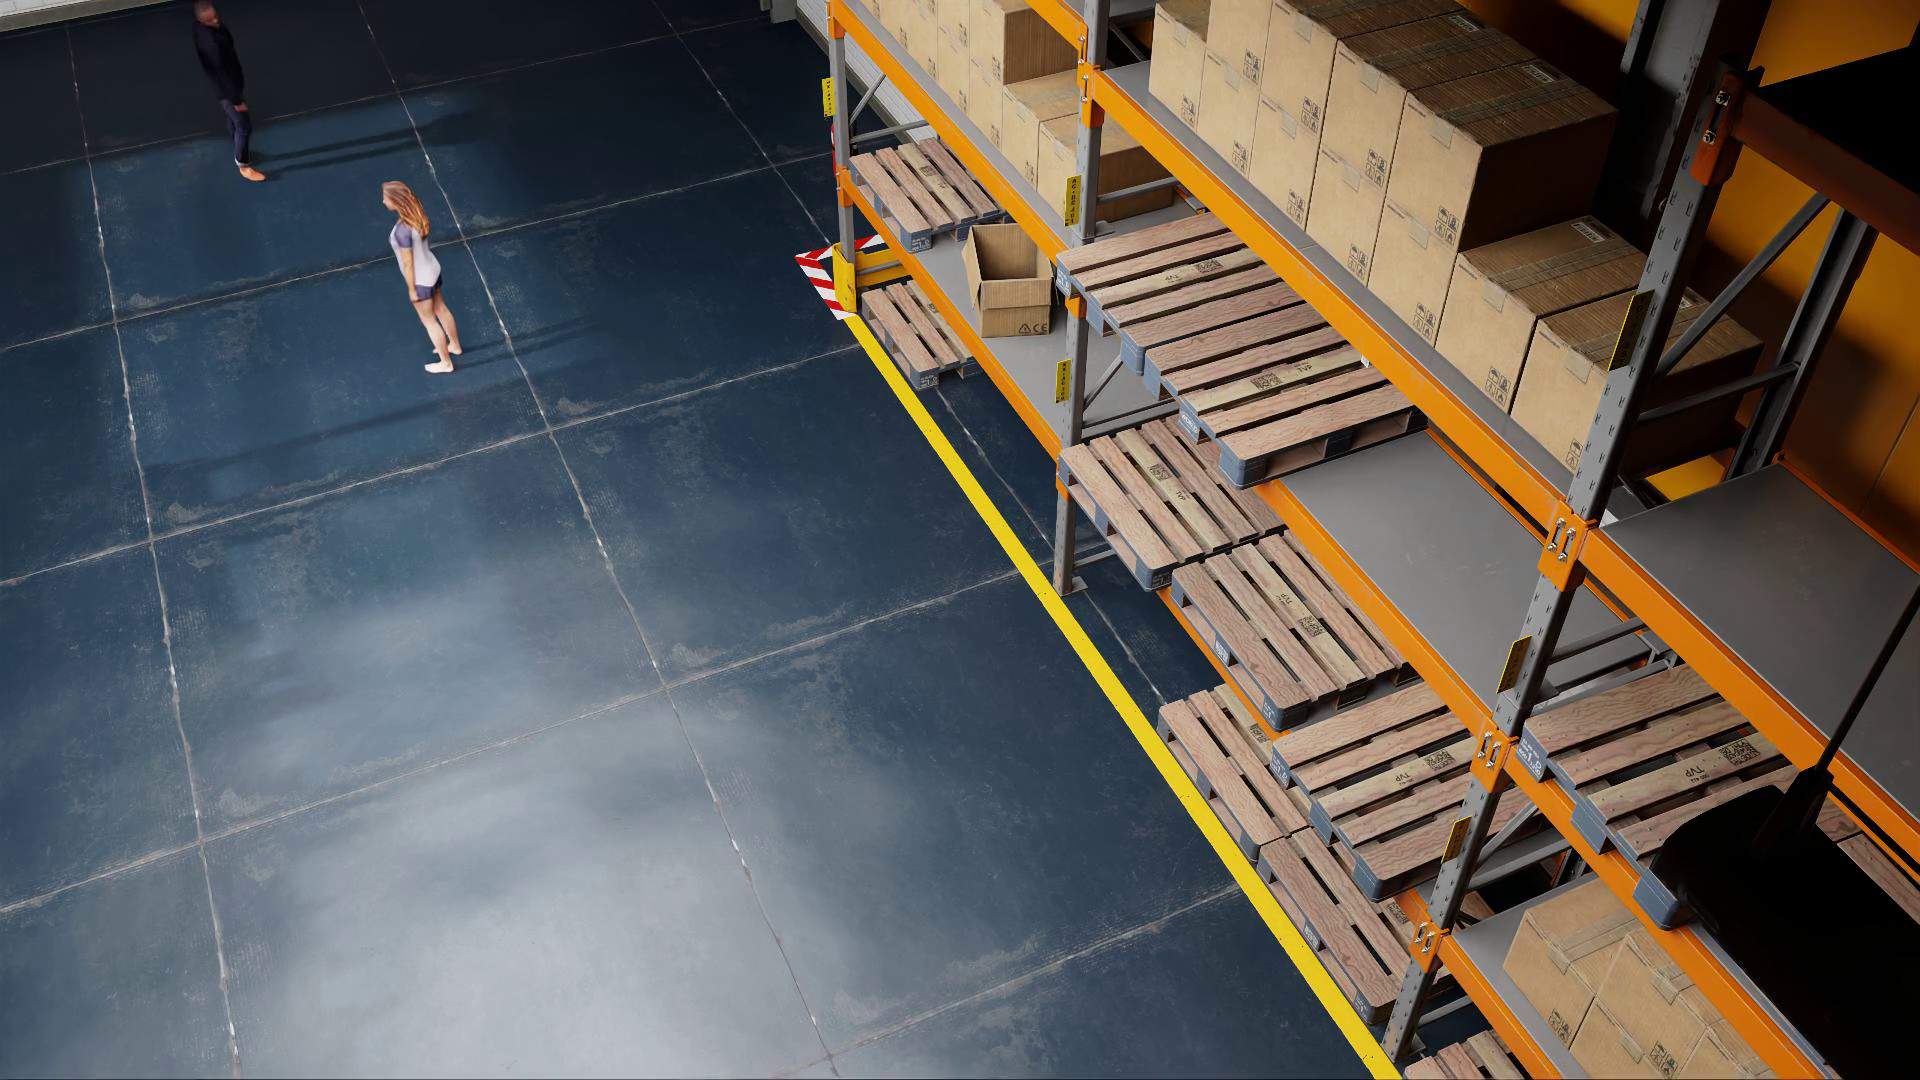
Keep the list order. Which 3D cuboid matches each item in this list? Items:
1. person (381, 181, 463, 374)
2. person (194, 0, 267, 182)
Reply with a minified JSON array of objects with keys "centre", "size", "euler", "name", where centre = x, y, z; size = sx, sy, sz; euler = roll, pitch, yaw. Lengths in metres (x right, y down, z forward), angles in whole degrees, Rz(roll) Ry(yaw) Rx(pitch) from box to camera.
[{"centre":[-4.269,-2.107,13.253],"size":[0.737,1.728,0.634],"euler":[3,44,3],"name":"person"},{"centre":[-6.814,-4.212,15.421],"size":[0.981,1.787,0.549],"euler":[-22,48,-22],"name":"person"}]
